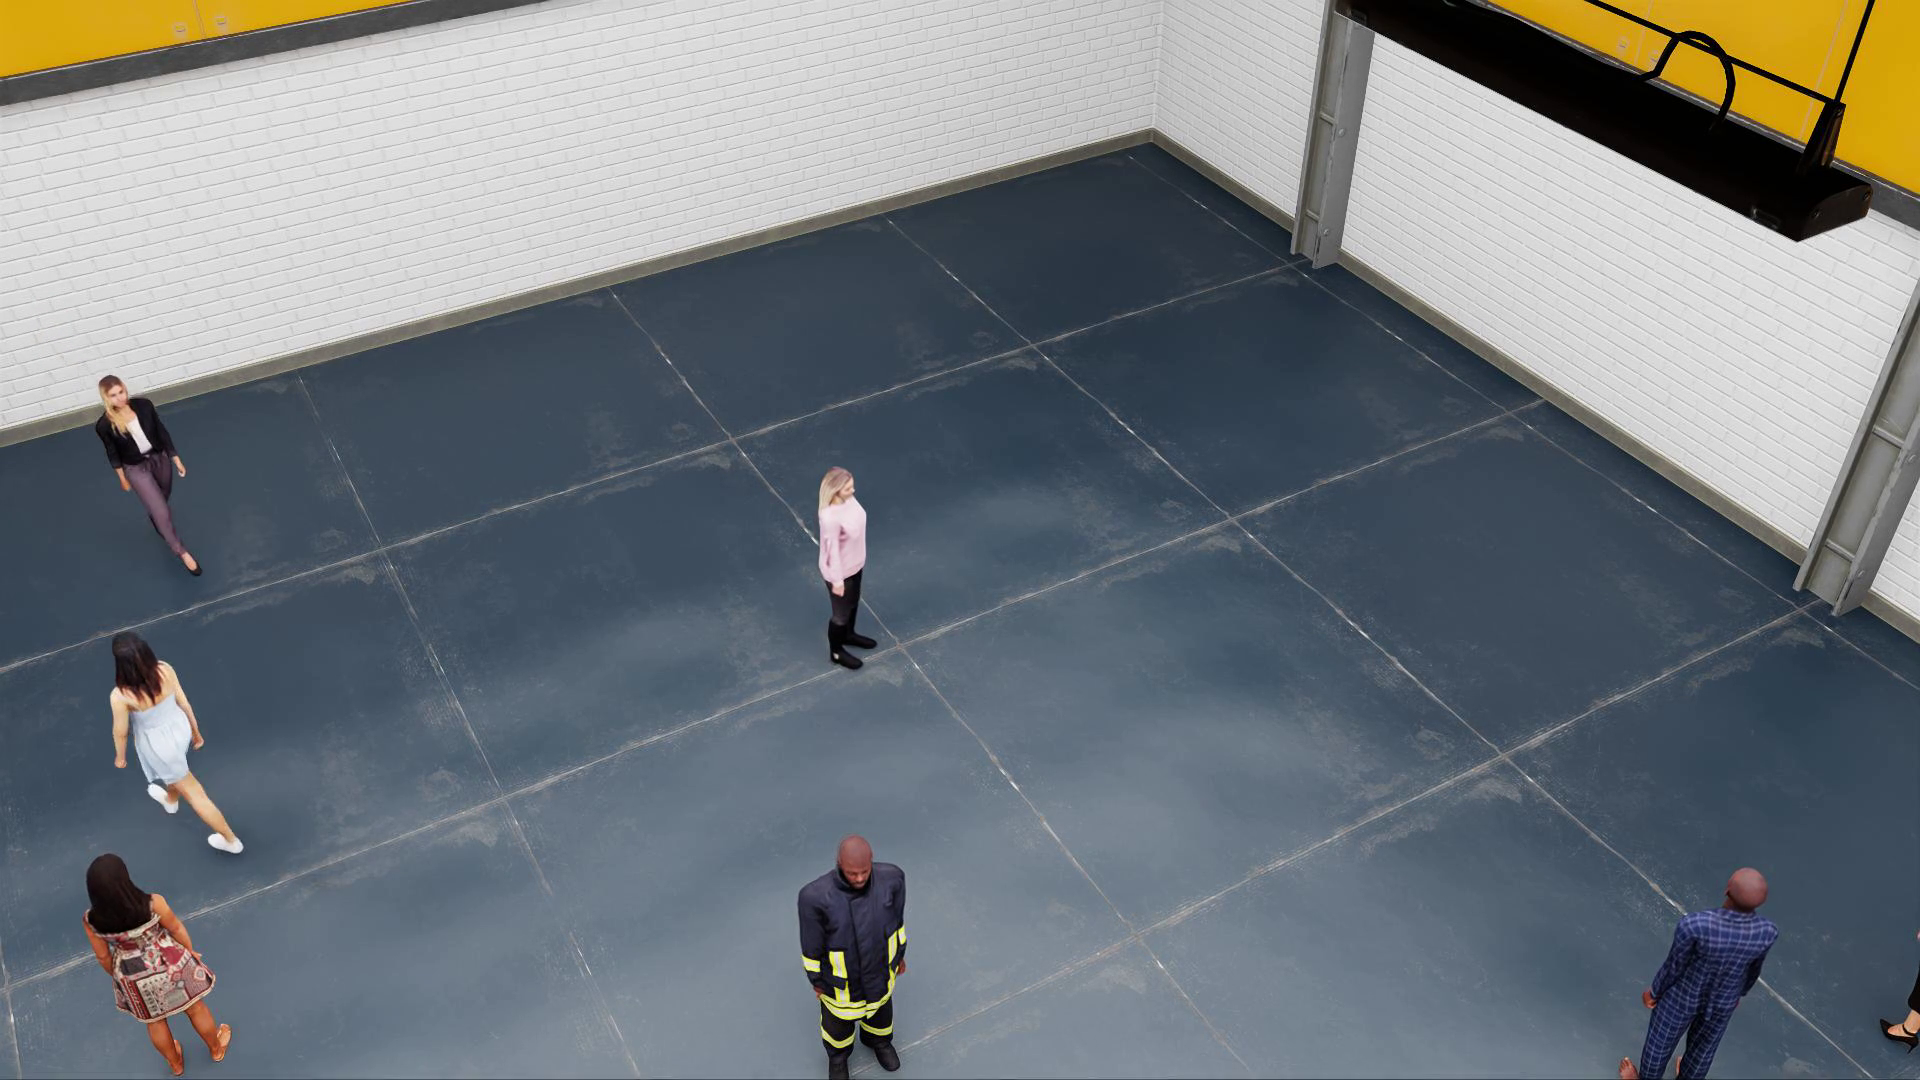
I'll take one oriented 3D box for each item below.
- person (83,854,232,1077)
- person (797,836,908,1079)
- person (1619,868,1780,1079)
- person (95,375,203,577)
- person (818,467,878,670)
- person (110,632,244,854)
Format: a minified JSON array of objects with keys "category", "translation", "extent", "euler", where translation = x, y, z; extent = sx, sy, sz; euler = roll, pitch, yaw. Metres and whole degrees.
[{"category":"person","translation":[-4.312,2.275,8.872],"extent":[0.676,1.643,0.567],"euler":[-14,41,-17]},{"category":"person","translation":[-0.557,2.195,8.828],"extent":[0.792,1.823,0.727],"euler":[-13,40,-15]},{"category":"person","translation":[3.861,2.338,8.652],"extent":[0.760,1.819,0.774],"euler":[1,39,1]},{"category":"person","translation":[-6.082,-0.541,12.407],"extent":[1.114,1.632,0.856],"euler":[26,45,29]},{"category":"person","translation":[-0.826,0.169,11.477],"extent":[0.749,1.682,0.692],"euler":[10,40,12]},{"category":"person","translation":[-4.736,1.285,10.072],"extent":[1.157,1.693,0.985],"euler":[17,42,20]}]
